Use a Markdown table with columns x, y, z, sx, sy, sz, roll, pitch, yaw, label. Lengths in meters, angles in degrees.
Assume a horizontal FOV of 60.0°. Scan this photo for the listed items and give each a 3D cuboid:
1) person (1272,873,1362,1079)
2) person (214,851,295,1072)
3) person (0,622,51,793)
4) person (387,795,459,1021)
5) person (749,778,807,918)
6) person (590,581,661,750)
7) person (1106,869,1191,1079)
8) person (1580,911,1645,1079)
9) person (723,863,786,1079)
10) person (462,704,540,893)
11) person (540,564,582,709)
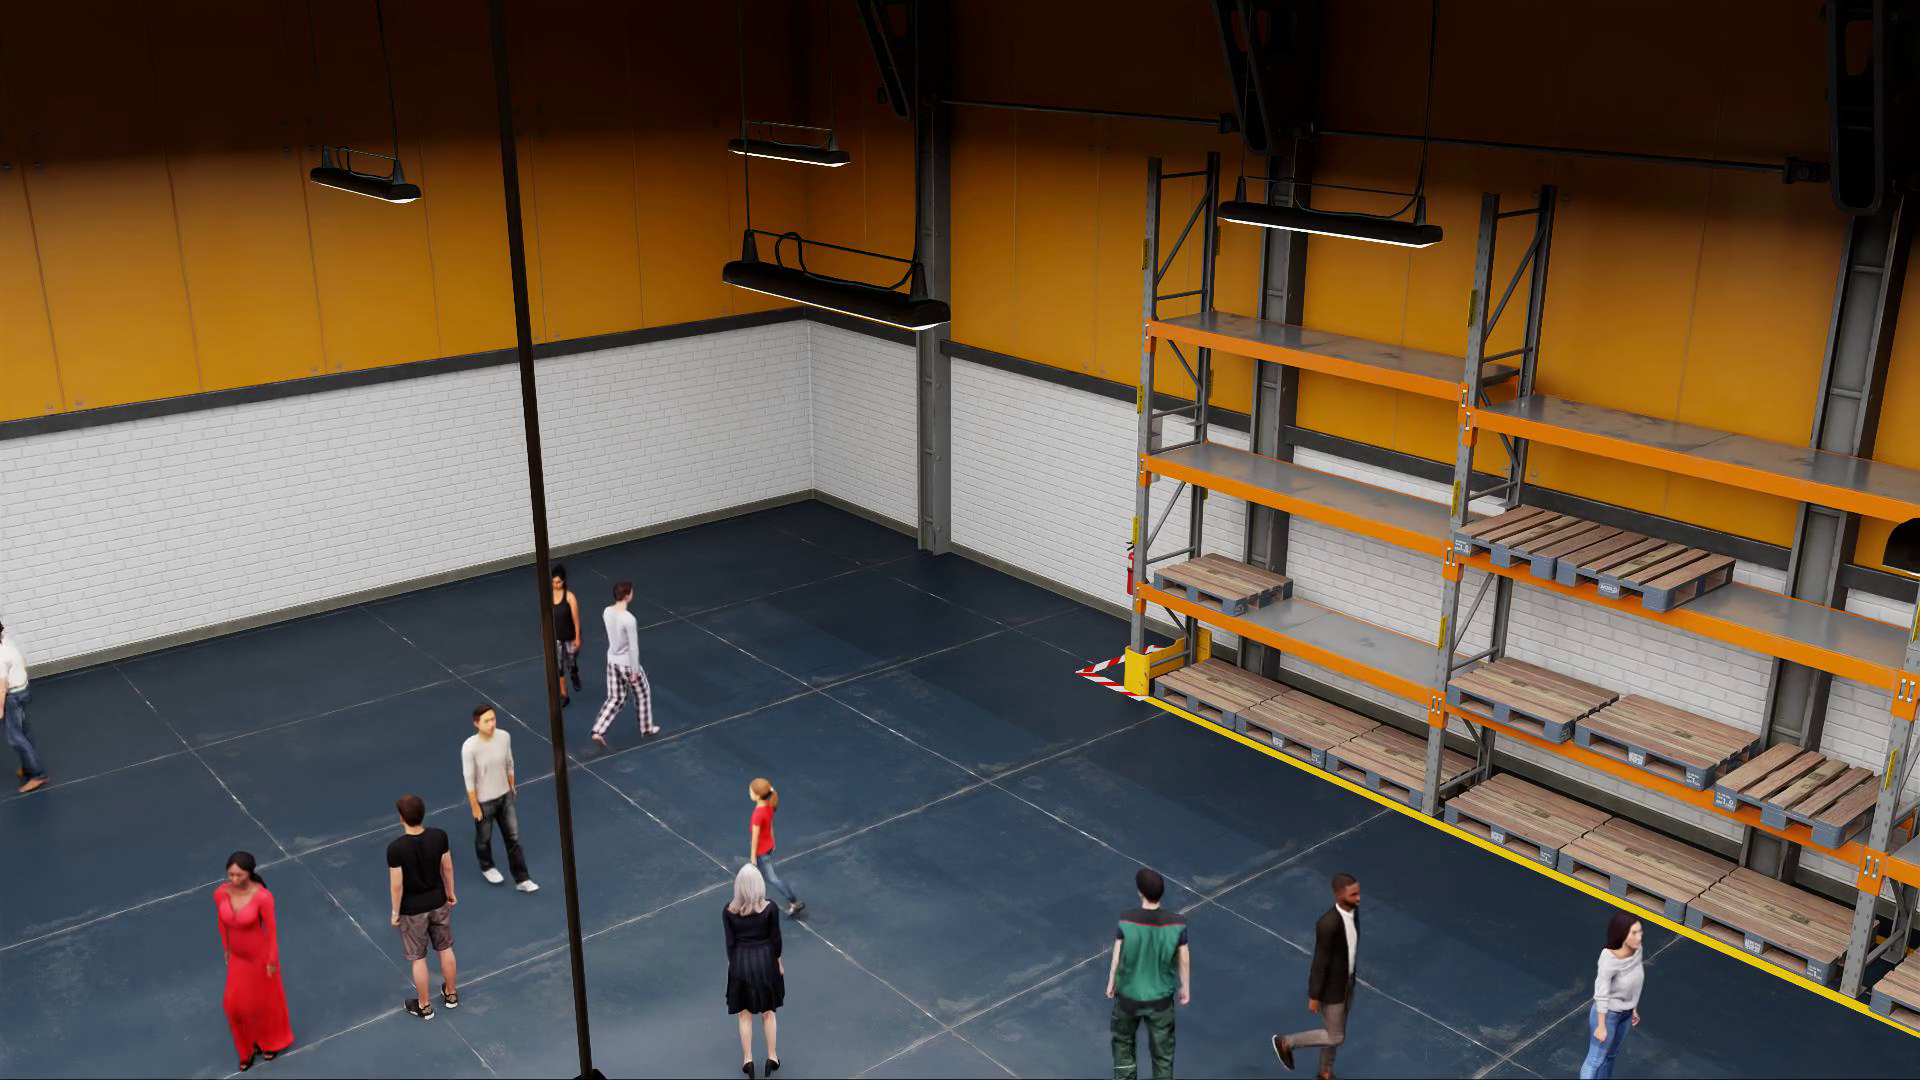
| x | y | z | sx | sy | sz | roll | pitch | yaw | label |
| --- | --- | --- | --- | --- | --- | --- | --- | --- | --- |
| 2.618 | 3.185 | 12.005 | 0.910 | 1.791 | 0.792 | 12 | 22 | 32 | person |
| -5.215 | 3.067 | 12.389 | 0.818 | 1.768 | 0.878 | 2 | 19 | 5 | person |
| -9.497 | 1.588 | 16.701 | 0.927 | 1.820 | 0.757 | 0 | 19 | -1 | person |
| -4.179 | 2.835 | 12.932 | 0.689 | 1.861 | 0.560 | -16 | 24 | -39 | person |
| -1.628 | 2.669 | 14.320 | 0.941 | 1.290 | 0.830 | 4 | 19 | 10 | person |
| -3.598 | 1.334 | 17.465 | 1.096 | 1.814 | 0.889 | 12 | 22 | 32 | person |
| 1.288 | 3.243 | 11.706 | 0.902 | 1.871 | 0.954 | 4 | 19 | 10 | person |
| 4.599 | 3.351 | 11.756 | 0.611 | 1.634 | 0.519 | -13 | 23 | -34 | person |
| -1.505 | 3.148 | 12.181 | 0.696 | 1.747 | 0.728 | -2 | 19 | -6 | person |
| -4.227 | 2.256 | 14.776 | 1.018 | 1.782 | 0.738 | 17 | 25 | 41 | person |
| -4.418 | 1.044 | 18.567 | 0.844 | 1.660 | 0.911 | 2 | 19 | 5 | person |
